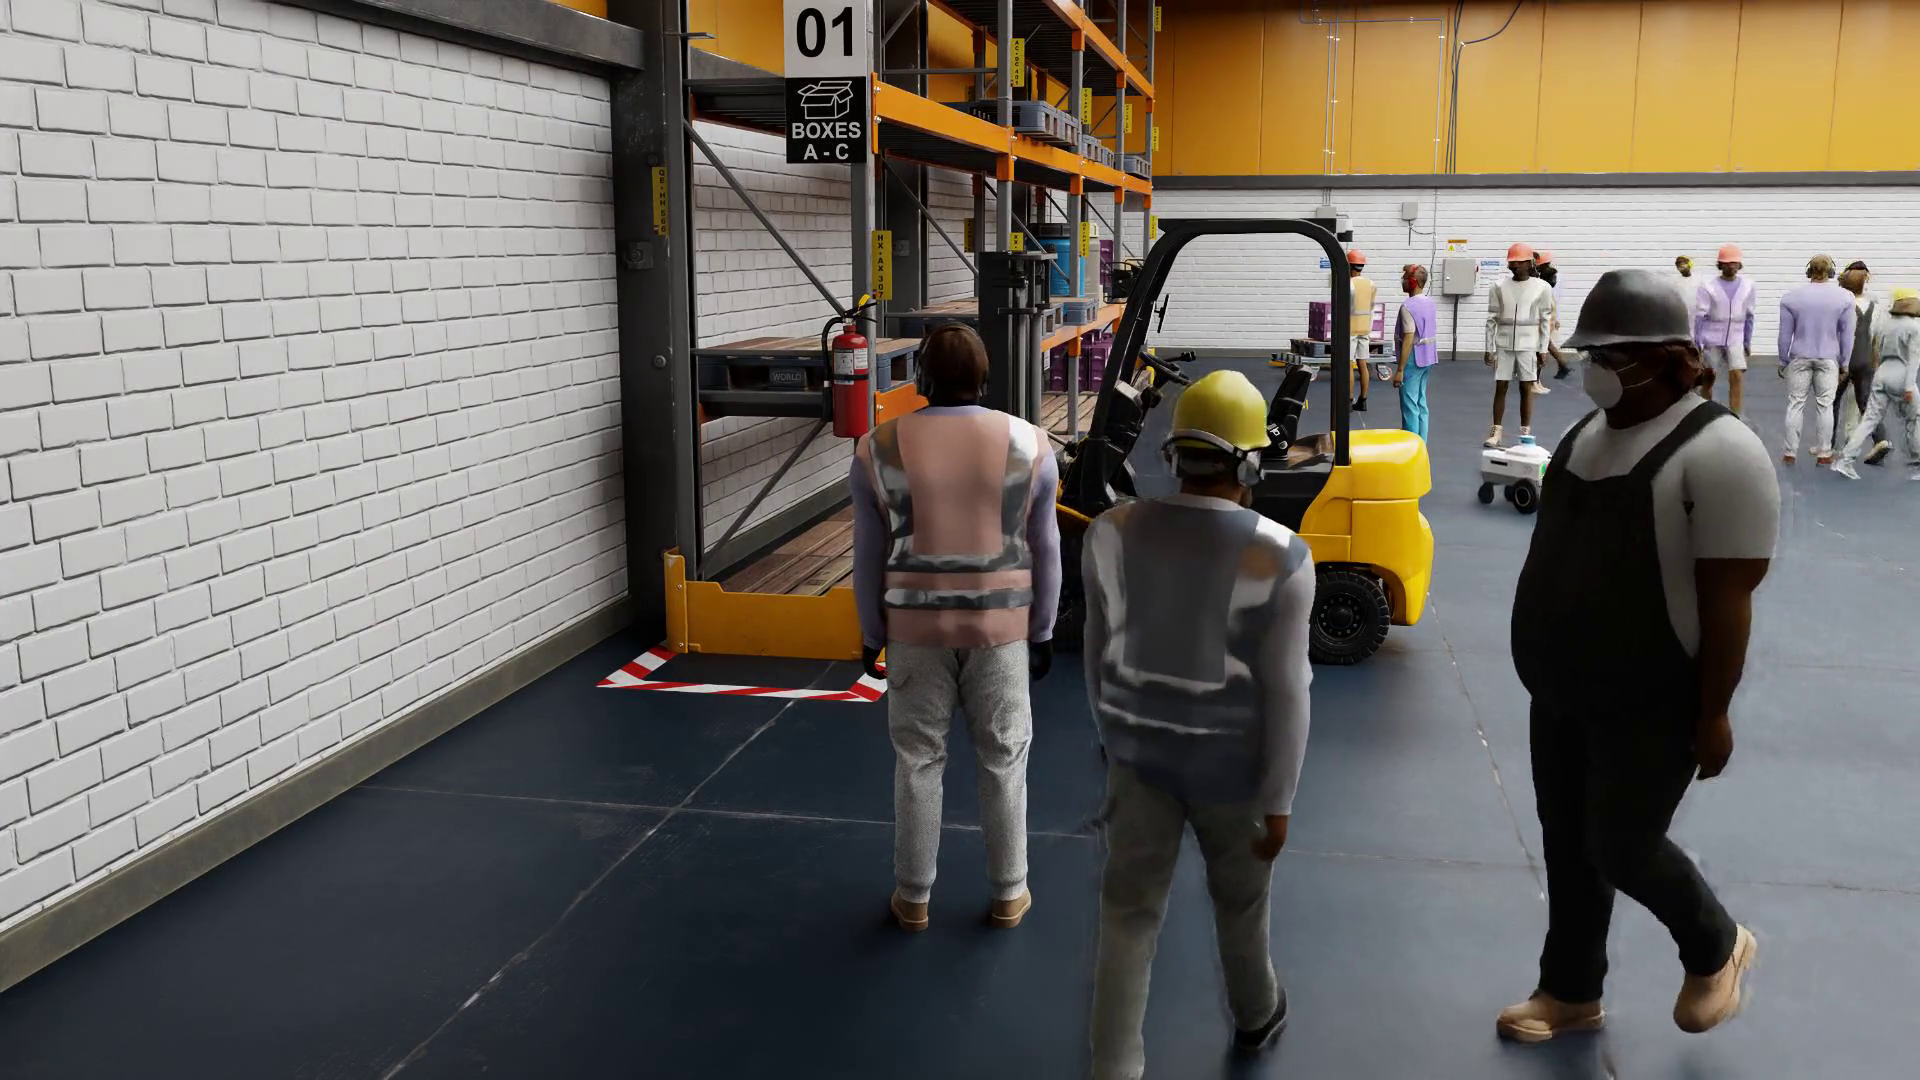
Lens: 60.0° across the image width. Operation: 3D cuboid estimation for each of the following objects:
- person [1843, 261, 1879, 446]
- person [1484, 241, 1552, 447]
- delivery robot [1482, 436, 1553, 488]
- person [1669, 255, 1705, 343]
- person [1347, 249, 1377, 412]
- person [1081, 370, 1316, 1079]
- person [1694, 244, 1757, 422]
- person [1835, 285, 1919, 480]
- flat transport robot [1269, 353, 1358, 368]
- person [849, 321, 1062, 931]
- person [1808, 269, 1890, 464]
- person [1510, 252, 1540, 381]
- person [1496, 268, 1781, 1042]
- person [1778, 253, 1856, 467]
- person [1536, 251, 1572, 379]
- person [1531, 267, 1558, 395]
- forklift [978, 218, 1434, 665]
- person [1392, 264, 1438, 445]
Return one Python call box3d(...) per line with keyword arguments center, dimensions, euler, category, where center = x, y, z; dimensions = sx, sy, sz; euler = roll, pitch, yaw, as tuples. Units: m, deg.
box3d(center=(8.794, -1.823, 16.453), dimensions=(0.502, 1.861, 0.328), euler=(1, 10, 4), category="person")
box3d(center=(5.494, -1.915, 16.437), dimensions=(0.615, 2.040, 0.391), euler=(5, 12, 28), category="person")
box3d(center=(4.372, -0.560, 12.834), dimensions=(0.477, 0.478, 0.707), euler=(-5, 11, -25), category="delivery robot")
box3d(center=(10.651, -3.225, 24.228), dimensions=(0.693, 1.833, 0.339), euler=(-1, 10, -4), category="person")
box3d(center=(4.700, -2.491, 19.887), dimensions=(0.542, 1.938, 0.358), euler=(-6, 12, -29), category="person")
box3d(center=(0.553, 0.494, 3.957), dimensions=(0.597, 1.789, 0.927), euler=(5, 12, 26), category="person")
box3d(center=(8.037, -2.079, 17.434), dimensions=(0.628, 2.003, 0.927), euler=(2, 10, 9), category="person")
box3d(center=(8.000, -1.346, 14.298), dimensions=(0.874, 1.686, 0.482), euler=(-4, 11, -19), category="person")
box3d(center=(5.719, -2.870, 26.535), dimensions=(1.431, 0.197, 0.652), euler=(9, 14, 42), category="flat transport robot")
box3d(center=(-0.011, 0.271, 5.002), dimensions=(0.627, 1.847, 0.429), euler=(0, 10, -2), category="person")
box3d(center=(8.364, -1.616, 15.499), dimensions=(0.536, 1.801, 0.960), euler=(-2, 10, -9), category="person")
box3d(center=(8.273, -3.255, 24.286), dimensions=(0.594, 1.860, 0.980), euler=(0, 10, -1), category="person")
box3d(center=(1.678, 0.316, 4.216), dimensions=(0.603, 2.000, 0.695), euler=(-3, 11, -18), category="person")
box3d(center=(7.776, -1.628, 15.152), dimensions=(0.629, 1.940, 0.373), euler=(6, 12, 29), category="person")
box3d(center=(8.717, -3.332, 24.665), dimensions=(0.921, 1.894, 0.534), euler=(9, 14, 42), category="person")
box3d(center=(7.768, -2.780, 22.154), dimensions=(0.321, 1.689, 0.530), euler=(4, 11, 21), category="person")
box3d(center=(1.285, -0.567, 8.635), dimensions=(2.313, 2.155, 1.214), euler=(2, 11, 11), category="forklift")
box3d(center=(4.102, -1.562, 15.033), dimensions=(0.389, 1.850, 0.567), euler=(7, 13, 36), category="person")
